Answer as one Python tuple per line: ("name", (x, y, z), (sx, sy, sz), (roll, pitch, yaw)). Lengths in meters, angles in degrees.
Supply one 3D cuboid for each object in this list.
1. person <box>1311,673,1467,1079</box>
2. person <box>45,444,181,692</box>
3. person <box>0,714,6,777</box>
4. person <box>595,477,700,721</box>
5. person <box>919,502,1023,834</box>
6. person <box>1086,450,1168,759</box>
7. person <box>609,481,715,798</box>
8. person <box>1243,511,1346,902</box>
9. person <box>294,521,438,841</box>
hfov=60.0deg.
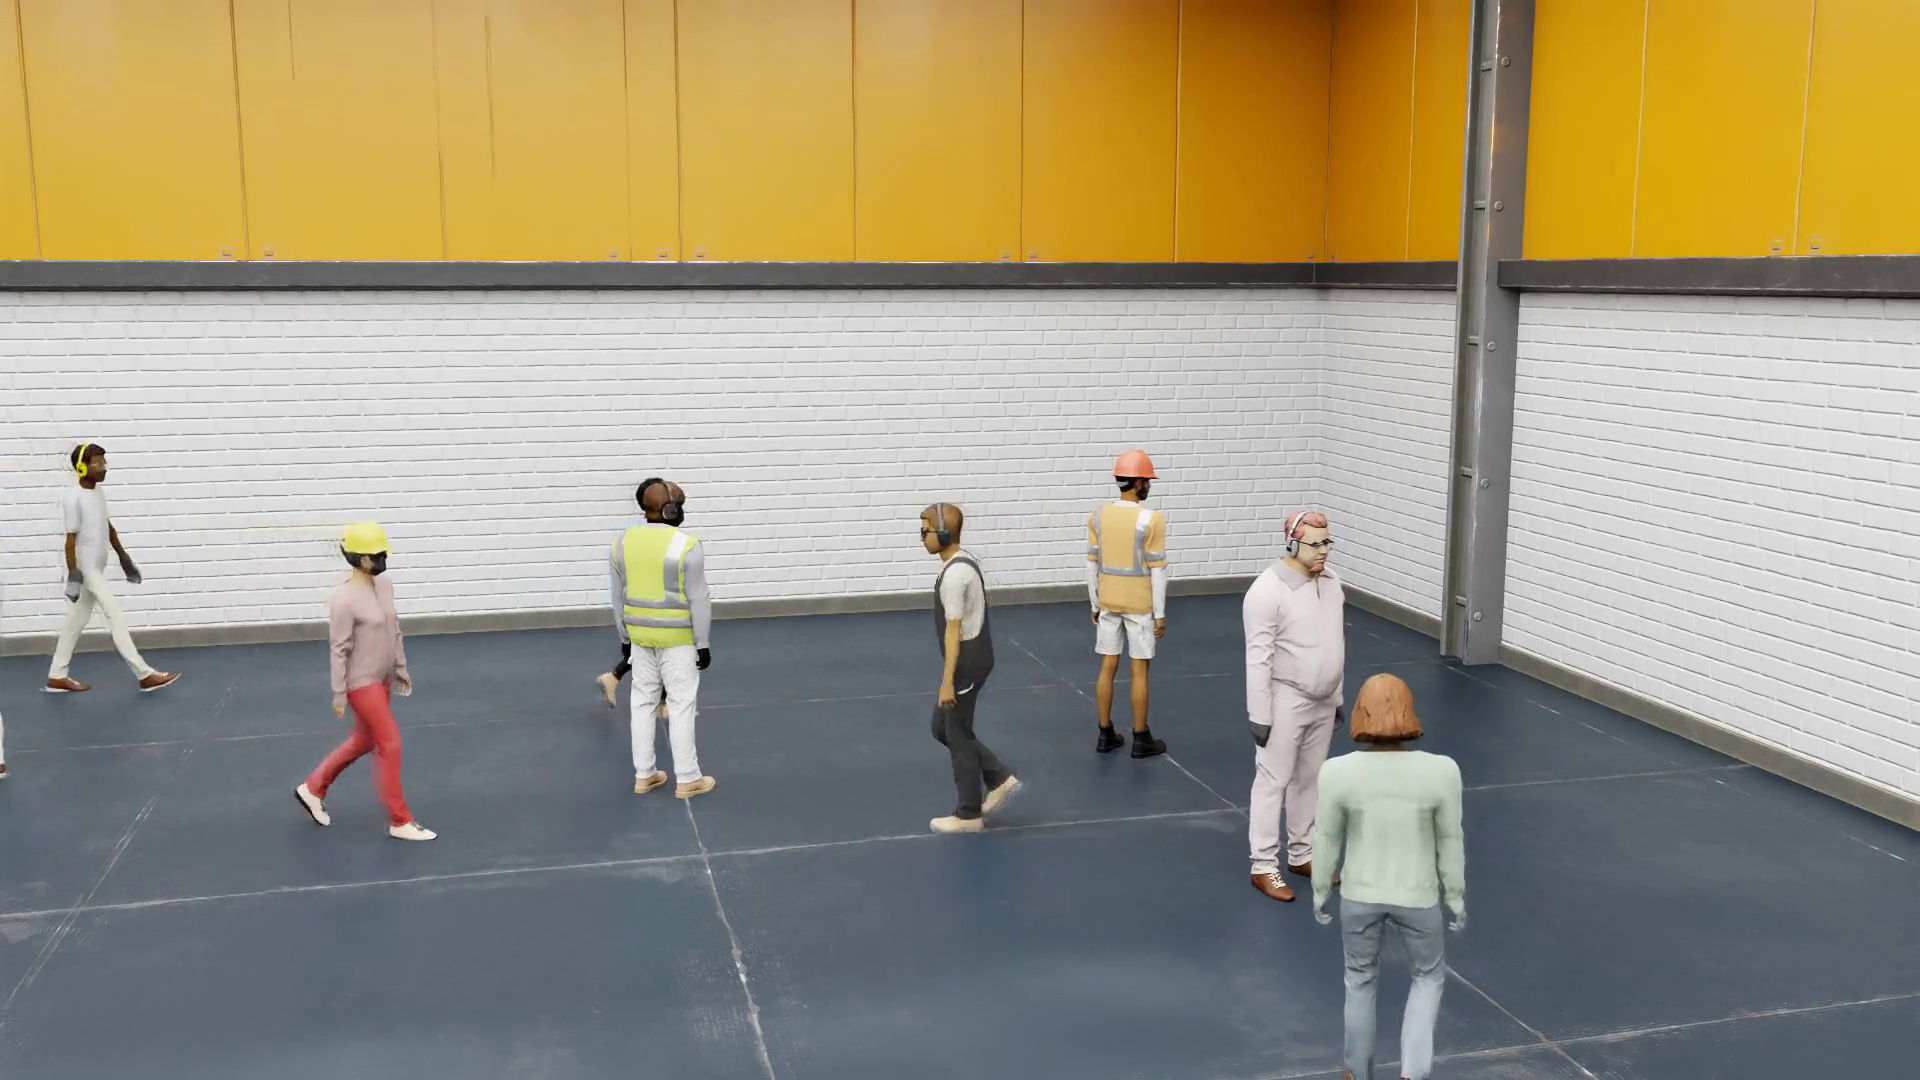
("person", (1.523, 1.278, 5.926), (0.552, 1.622, 0.463), (2, 9, 15))
("person", (-6.197, 0.210, 12.002), (0.962, 1.820, 0.542), (-2, 9, -10))
("person", (-6.080, 0.636, 9.991), (0.707, 1.604, 0.516), (3, 10, 17))
("person", (-2.131, 0.404, 11.224), (0.630, 1.676, 0.538), (-2, 9, -11))
("person", (0.024, 0.695, 8.960), (0.478, 1.822, 0.519), (0, 9, -2))
("person", (1.064, 0.399, 10.463), (0.548, 1.934, 0.375), (7, 11, 35))
("person", (-1.708, 0.574, 9.663), (0.629, 1.840, 0.429), (4, 10, 24))
("person", (1.659, 0.796, 8.105), (0.639, 1.900, 0.403), (-8, 12, -40))
("person", (-3.239, 0.744, 8.930), (0.823, 1.733, 0.516), (1, 9, 7))
